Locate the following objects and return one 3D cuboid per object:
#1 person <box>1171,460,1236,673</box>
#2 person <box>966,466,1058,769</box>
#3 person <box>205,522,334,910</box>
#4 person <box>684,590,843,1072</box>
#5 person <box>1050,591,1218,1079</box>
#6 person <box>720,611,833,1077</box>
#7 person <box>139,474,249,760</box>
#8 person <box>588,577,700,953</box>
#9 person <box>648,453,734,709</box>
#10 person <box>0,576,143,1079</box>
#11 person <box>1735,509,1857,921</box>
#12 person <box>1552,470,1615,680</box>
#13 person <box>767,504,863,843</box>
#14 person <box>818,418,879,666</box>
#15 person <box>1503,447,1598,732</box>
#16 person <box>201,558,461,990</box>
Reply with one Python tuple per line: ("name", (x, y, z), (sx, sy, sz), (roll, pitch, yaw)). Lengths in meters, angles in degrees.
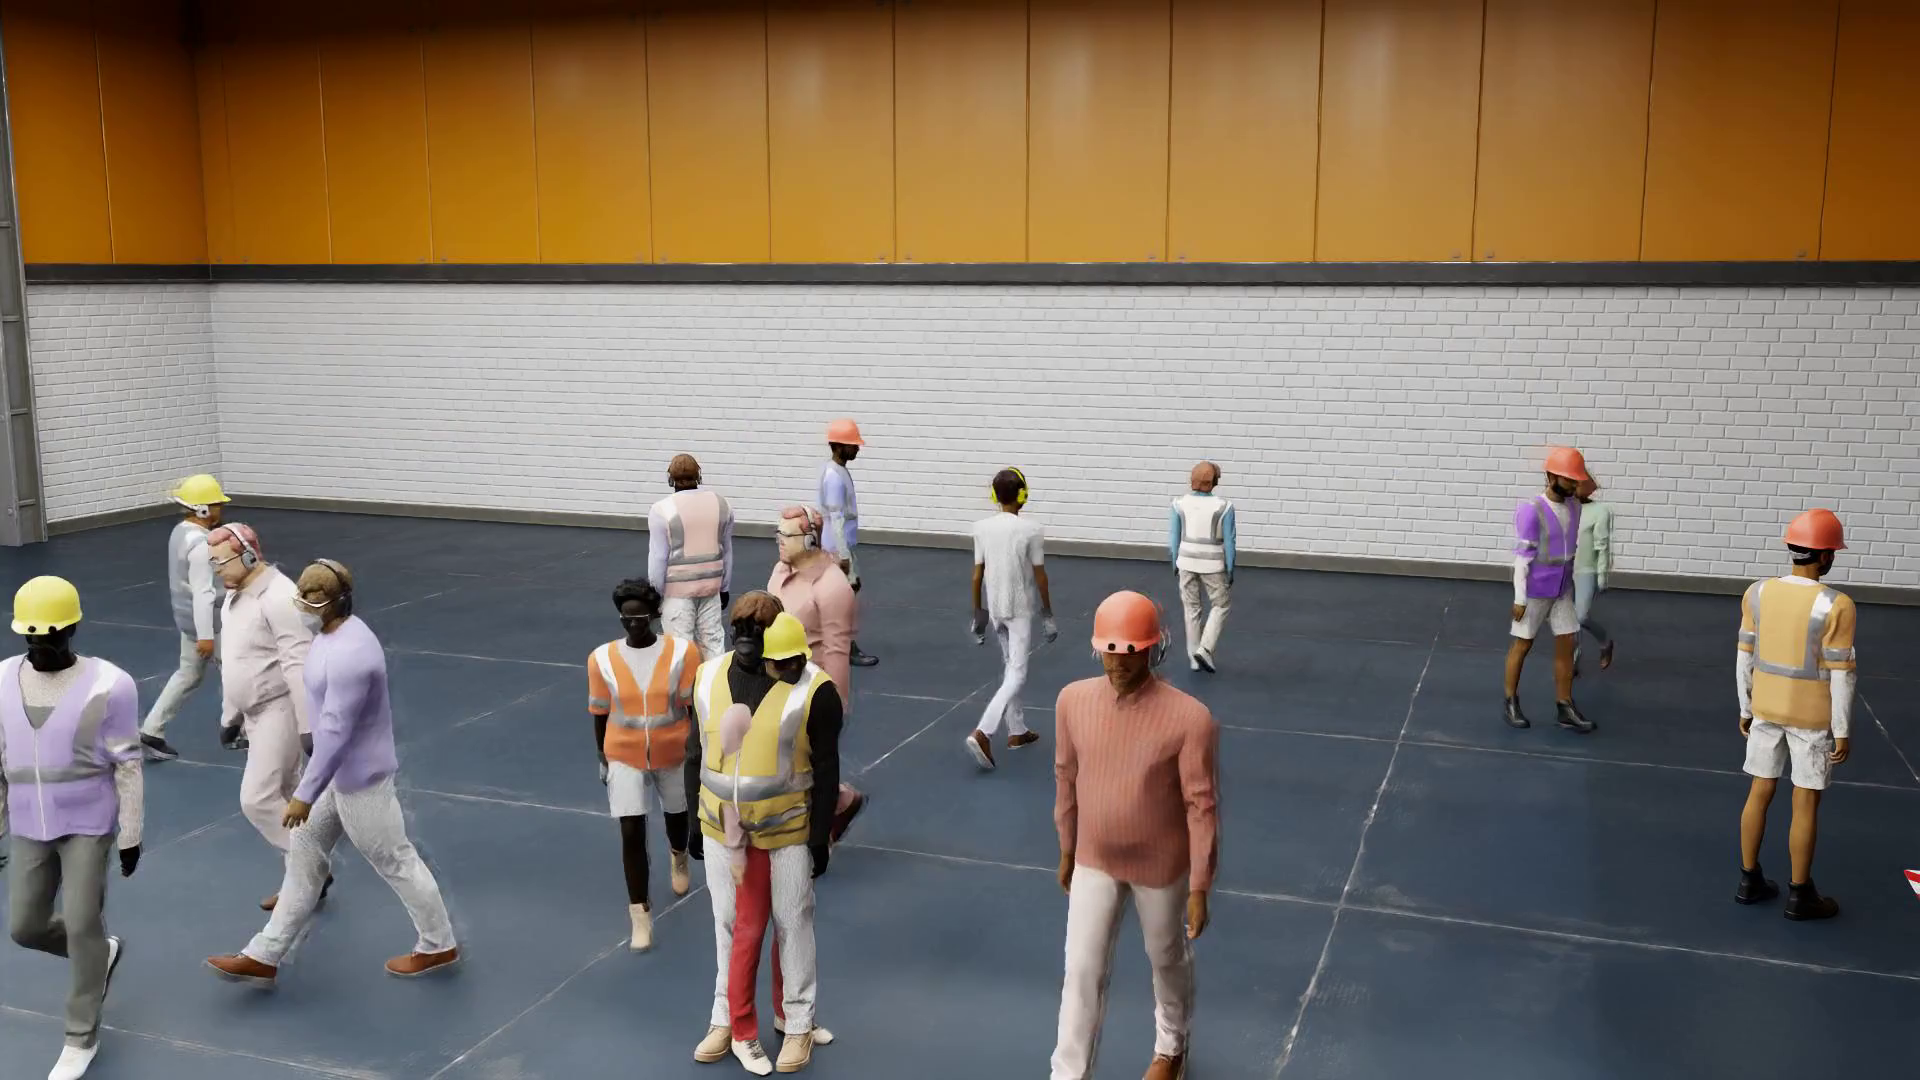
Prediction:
("person", (1.819, 0.215, 12.512), (0.539, 1.628, 0.467), (5, 10, 27))
("person", (0.285, 0.468, 10.313), (0.526, 1.840, 0.867), (7, 12, 37))
("person", (-3.258, 0.841, 7.866), (0.455, 1.872, 0.676), (-8, 12, -41))
("person", (-0.768, 1.101, 6.351), (0.627, 1.846, 0.429), (3, 10, 15))
("person", (0.589, 1.135, 5.845), (0.652, 1.934, 1.042), (4, 10, 26))
("person", (-0.682, 1.137, 6.366), (0.325, 1.767, 0.532), (7, 12, 39))
("person", (-4.737, 0.482, 10.342), (0.882, 1.798, 0.599), (-7, 12, -37))
("person", (-1.431, 0.972, 7.685), (0.545, 1.672, 0.768), (-1, 9, -9))
("person", (-1.807, 0.341, 11.079), (0.630, 1.839, 0.429), (-7, 12, -39))
("person", (-3.413, 1.060, 6.373), (0.609, 1.911, 0.637), (0, 9, 0))
("person", (3.954, 0.812, 7.853), (0.373, 1.934, 0.552), (-6, 11, -31))
("person", (4.634, 0.247, 12.386), (0.447, 1.613, 0.503), (-6, 11, -33))
("person", (-0.756, 0.751, 8.353), (0.566, 1.894, 0.661), (-6, 11, -33))
("person", (-0.925, 0.018, 12.806), (0.553, 1.923, 0.603), (0, 9, -2))
("person", (3.905, 0.339, 10.940), (0.573, 1.903, 0.691), (-5, 10, -28))
("person", (-2.599, 0.998, 6.906), (1.035, 1.871, 0.628), (-5, 11, -30))
